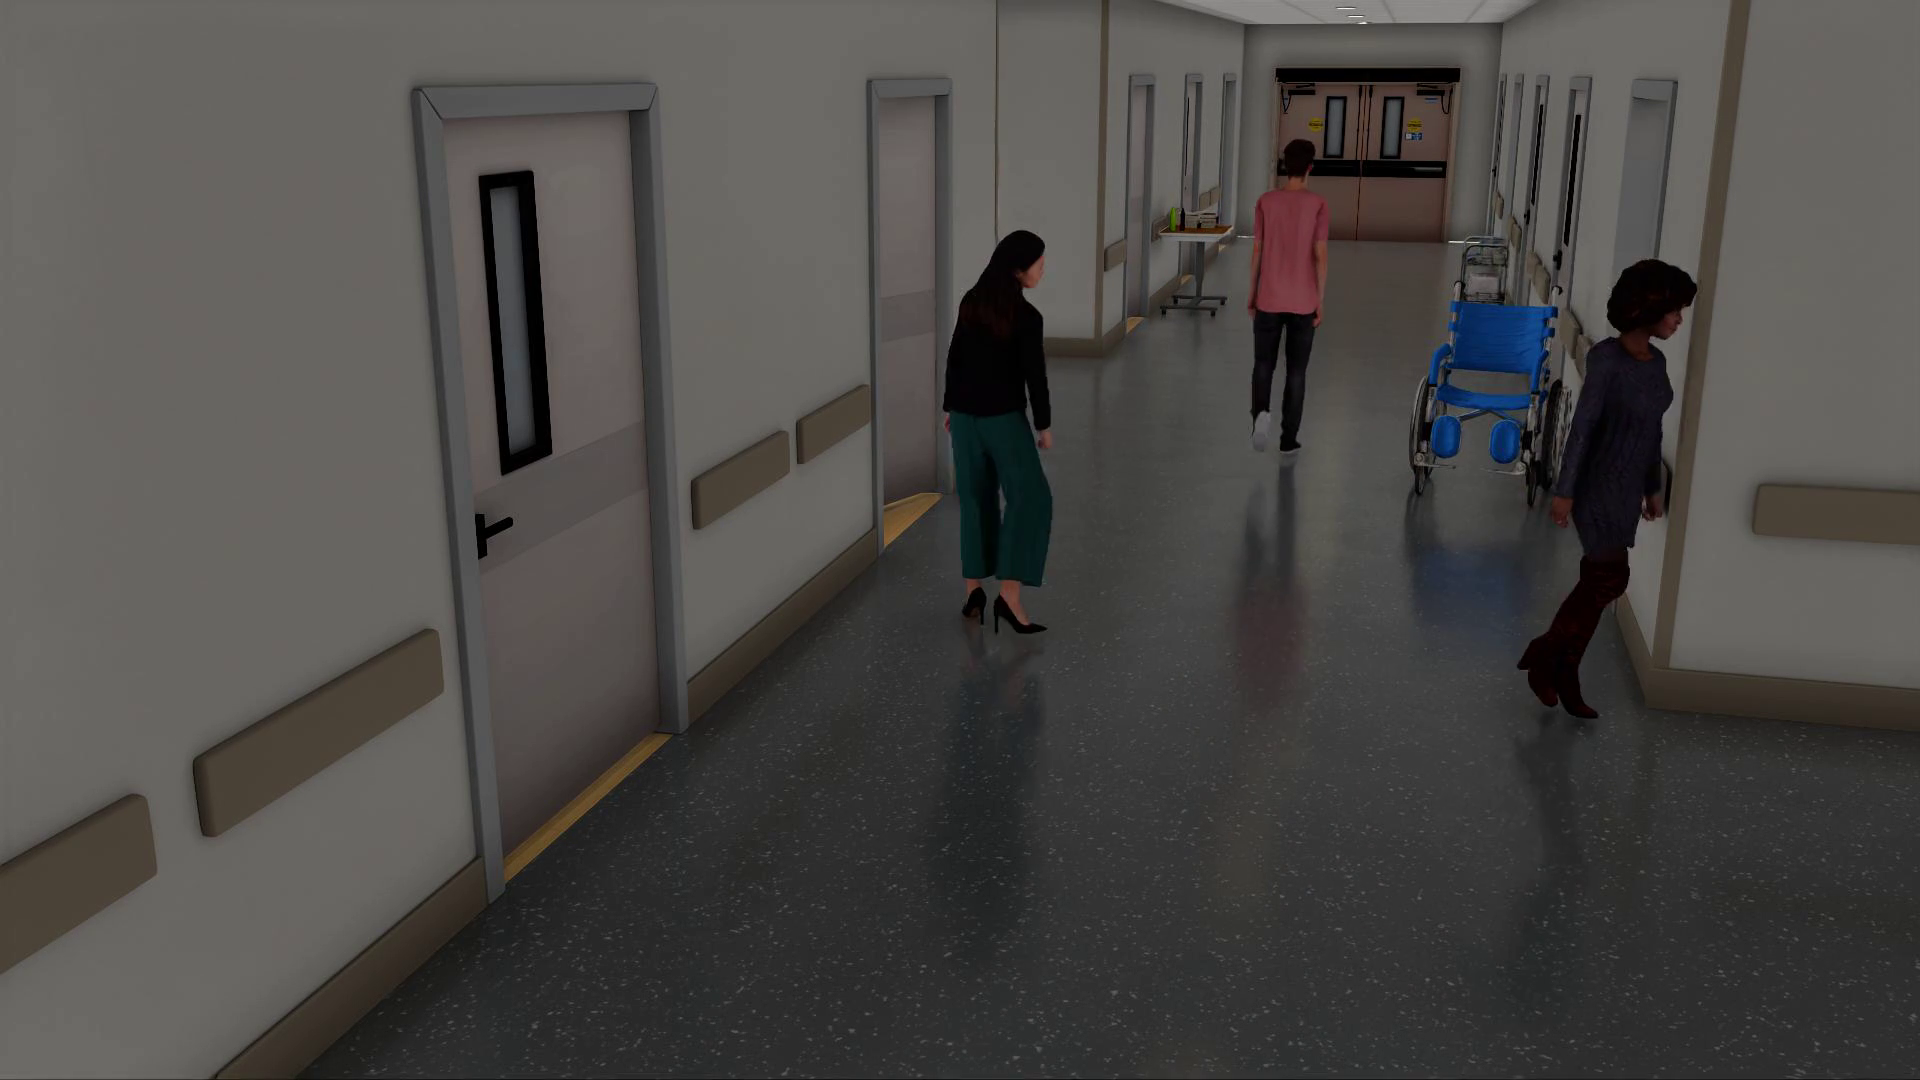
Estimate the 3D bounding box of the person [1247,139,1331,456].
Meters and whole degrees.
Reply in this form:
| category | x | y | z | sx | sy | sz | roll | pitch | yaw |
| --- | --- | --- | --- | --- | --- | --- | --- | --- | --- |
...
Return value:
| category | x | y | z | sx | sy | sz | roll | pitch | yaw |
| --- | --- | --- | --- | --- | --- | --- | --- | --- | --- |
| person | 1.967 | -1.437 | 10.155 | 0.668 | 1.938 | 0.995 | 5 | 17 | 18 |

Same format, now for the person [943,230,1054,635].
| category | x | y | z | sx | sy | sz | roll | pitch | yaw |
| --- | --- | --- | --- | --- | --- | --- | --- | --- | --- |
| person | 0.111 | -0.455 | 7.090 | 0.784 | 1.711 | 0.715 | 5 | 16 | 16 |

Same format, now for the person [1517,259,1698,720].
| category | x | y | z | sx | sy | sz | roll | pitch | yaw |
| --- | --- | --- | --- | --- | --- | --- | --- | --- | --- |
| person | 2.317 | -0.176 | 6.134 | 0.760 | 1.693 | 0.830 | -9 | 18 | -30 |
